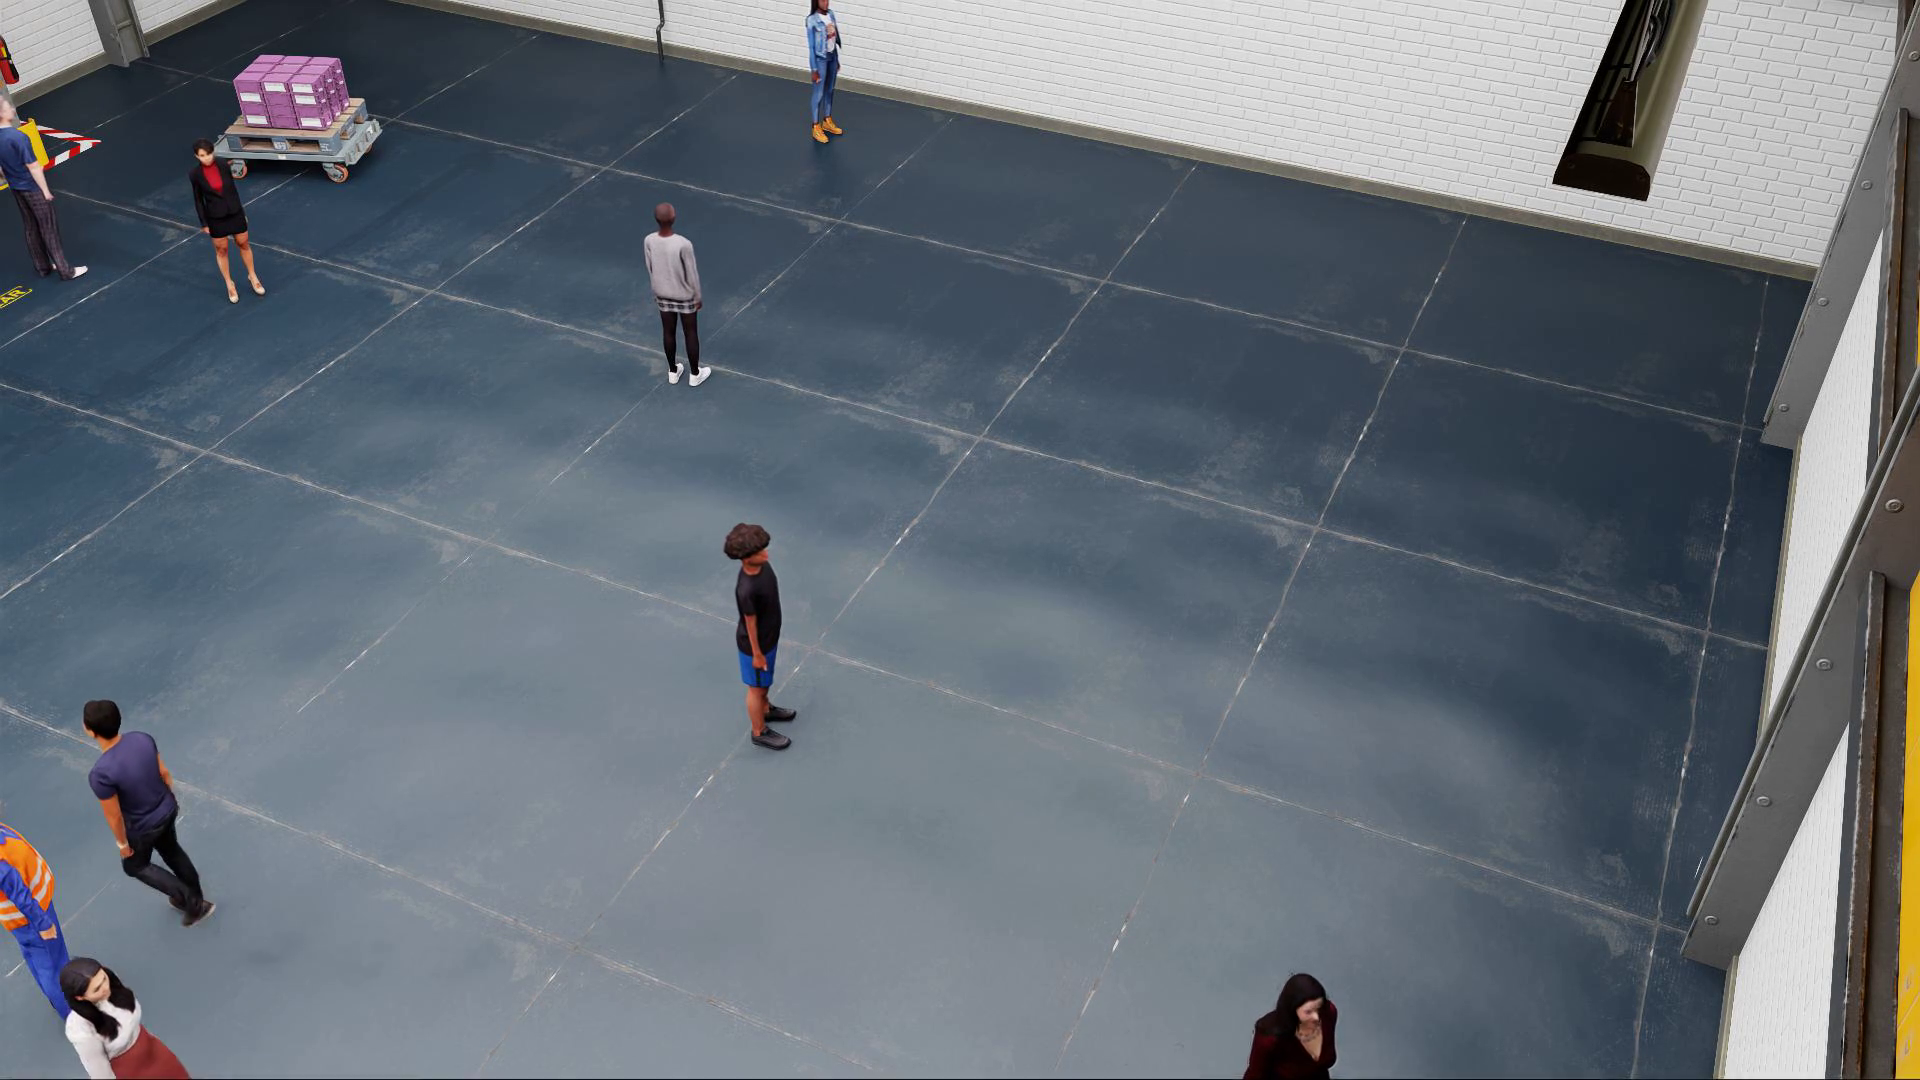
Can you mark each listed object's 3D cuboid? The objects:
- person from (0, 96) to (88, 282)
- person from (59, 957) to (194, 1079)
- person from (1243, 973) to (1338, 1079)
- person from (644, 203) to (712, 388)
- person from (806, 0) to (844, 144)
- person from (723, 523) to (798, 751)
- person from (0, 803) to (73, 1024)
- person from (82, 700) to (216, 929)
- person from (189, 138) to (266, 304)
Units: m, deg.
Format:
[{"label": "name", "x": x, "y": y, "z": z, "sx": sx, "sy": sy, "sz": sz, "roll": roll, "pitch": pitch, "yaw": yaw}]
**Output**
[{"label": "person", "x": -9.039, "y": -3.410, "z": 16.130, "sx": 0.665, "sy": 1.870, "sz": 0.543, "roll": 13, "pitch": 41, "yaw": 16}, {"label": "person", "x": -4.337, "y": 2.719, "z": 8.565, "sx": 0.790, "sy": 1.734, "sz": 0.707, "roll": 0, "pitch": 39, "yaw": 0}, {"label": "person", "x": 1.636, "y": 2.778, "z": 8.472, "sx": 0.764, "sy": 1.758, "sz": 0.850, "roll": -22, "pitch": 43, "yaw": -25}, {"label": "person", "x": -2.509, "y": -2.162, "z": 14.646, "sx": 0.650, "sy": 1.772, "sz": 0.589, "roll": 9, "pitch": 40, "yaw": 11}, {"label": "person", "x": -1.534, "y": -5.362, "z": 18.701, "sx": 0.706, "sy": 1.712, "sz": 0.523, "roll": 24, "pitch": 44, "yaw": 27}, {"label": "person", "x": -1.356, "y": 0.626, "z": 11.133, "sx": 0.743, "sy": 1.800, "sz": 0.630, "roll": 3, "pitch": 39, "yaw": 4}, {"label": "person", "x": -5.228, "y": 2.049, "z": 9.300, "sx": 0.742, "sy": 1.864, "sz": 0.766, "roll": -30, "pitch": 48, "yaw": -32}, {"label": "person", "x": -4.740, "y": 1.670, "z": 9.844, "sx": 0.756, "sy": 1.778, "sz": 0.665, "roll": 11, "pitch": 40, "yaw": 13}, {"label": "person", "x": -7.014, "y": -3.050, "z": 15.863, "sx": 0.689, "sy": 1.640, "sz": 0.757, "roll": -25, "pitch": 45, "yaw": -27}]
